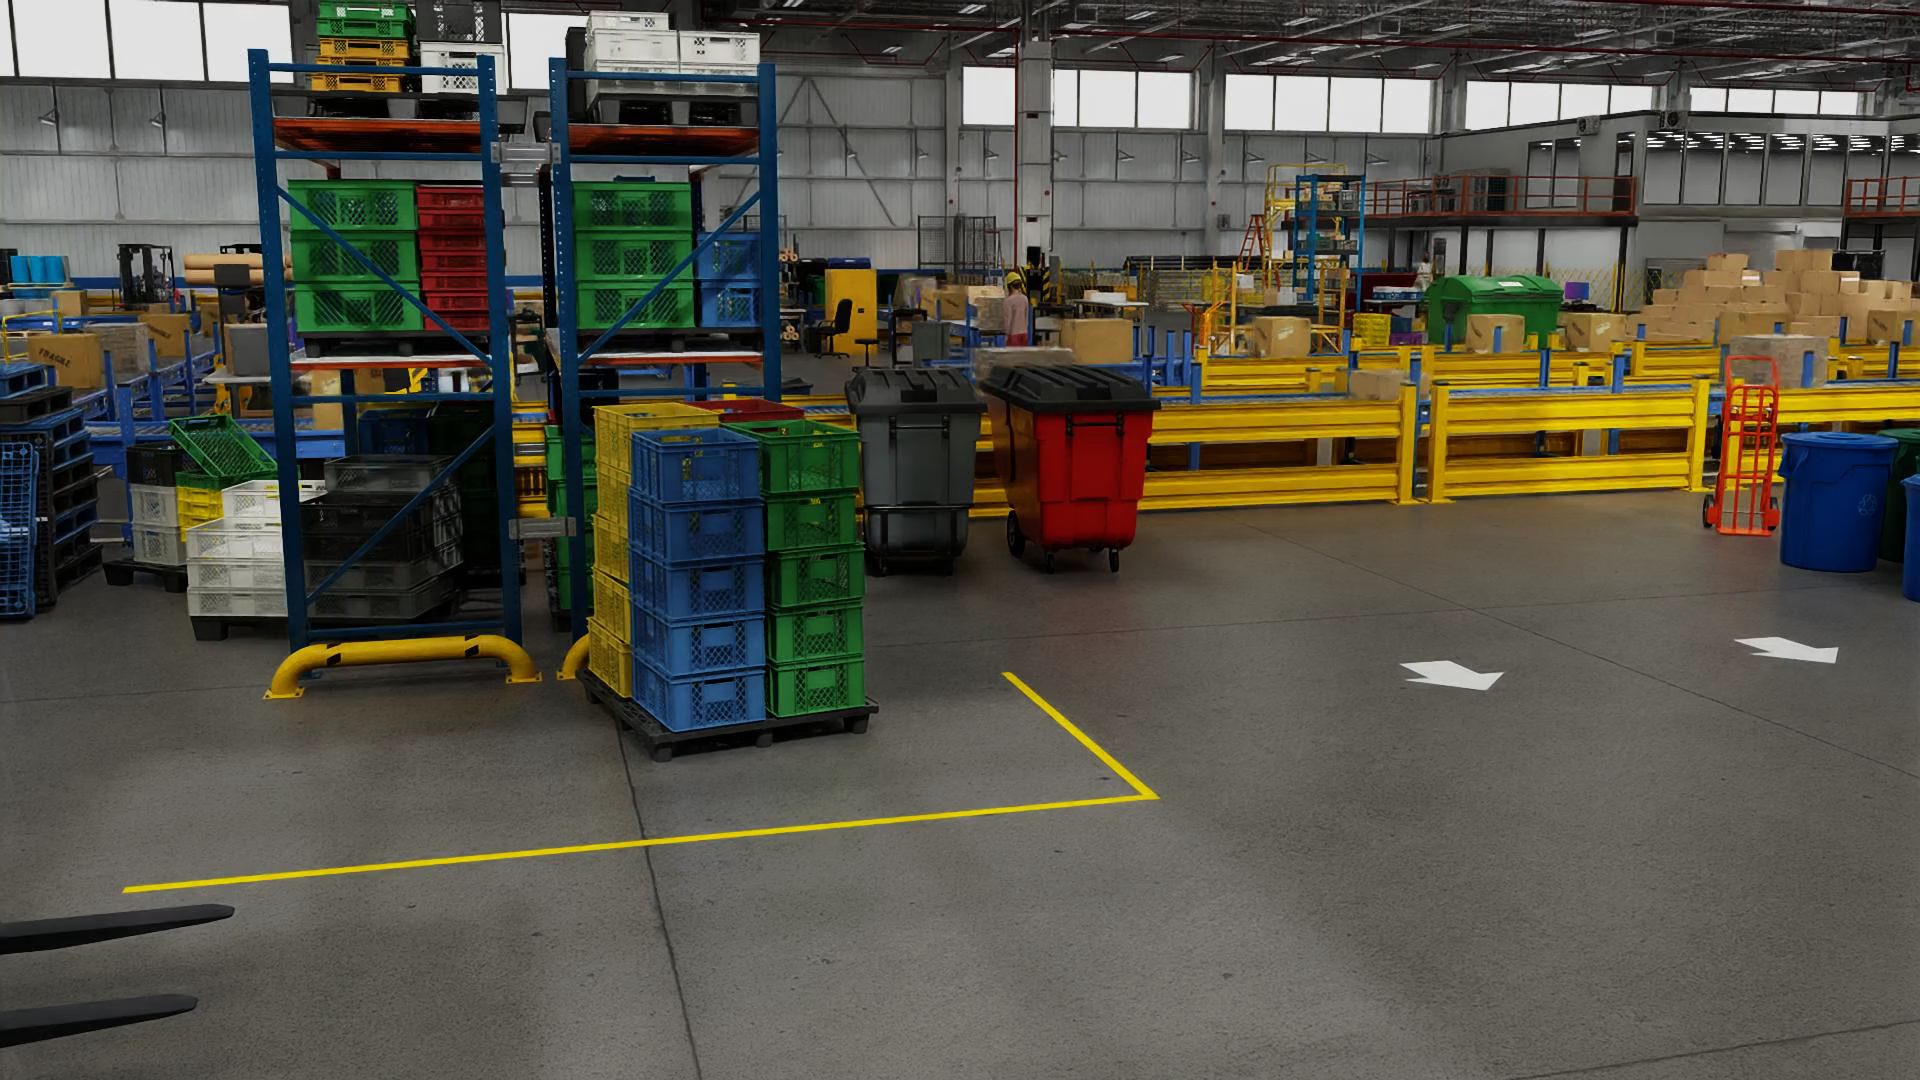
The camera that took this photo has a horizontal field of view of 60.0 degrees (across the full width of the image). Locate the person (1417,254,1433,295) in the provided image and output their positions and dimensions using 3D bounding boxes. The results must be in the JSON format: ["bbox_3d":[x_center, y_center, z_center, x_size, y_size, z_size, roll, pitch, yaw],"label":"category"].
[{"bbox_3d":[16.825,-9.416,60.211,0.584,1.849,0.935,-3,10,-17],"label":"person"}]

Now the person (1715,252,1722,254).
[{"bbox_3d":[16.147,-5.147,35.605,0.634,1.987,1.060,1,10,3],"label":"person"}]

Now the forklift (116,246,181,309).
[{"bbox_3d":[-19.966,-6.232,40.894,1.157,1.987,2.680,-3,10,-15],"label":"forklift"}]

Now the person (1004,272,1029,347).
[{"bbox_3d":[0.768,-2.877,23.412,0.329,1.764,0.524,8,13,38],"label":"person"}]

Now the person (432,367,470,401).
[{"bbox_3d":[-4.371,-1.246,14.393,0.566,1.679,0.549,-7,12,-33],"label":"person"}]

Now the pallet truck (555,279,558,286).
[{"bbox_3d":[-10.604,-6.375,44.520,0.653,1.274,1.630,-3,10,-15],"label":"pallet truck"}]

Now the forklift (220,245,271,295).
[{"bbox_3d":[-17.749,-6.334,41.440,1.157,1.987,2.680,-3,10,-17],"label":"forklift"}]
